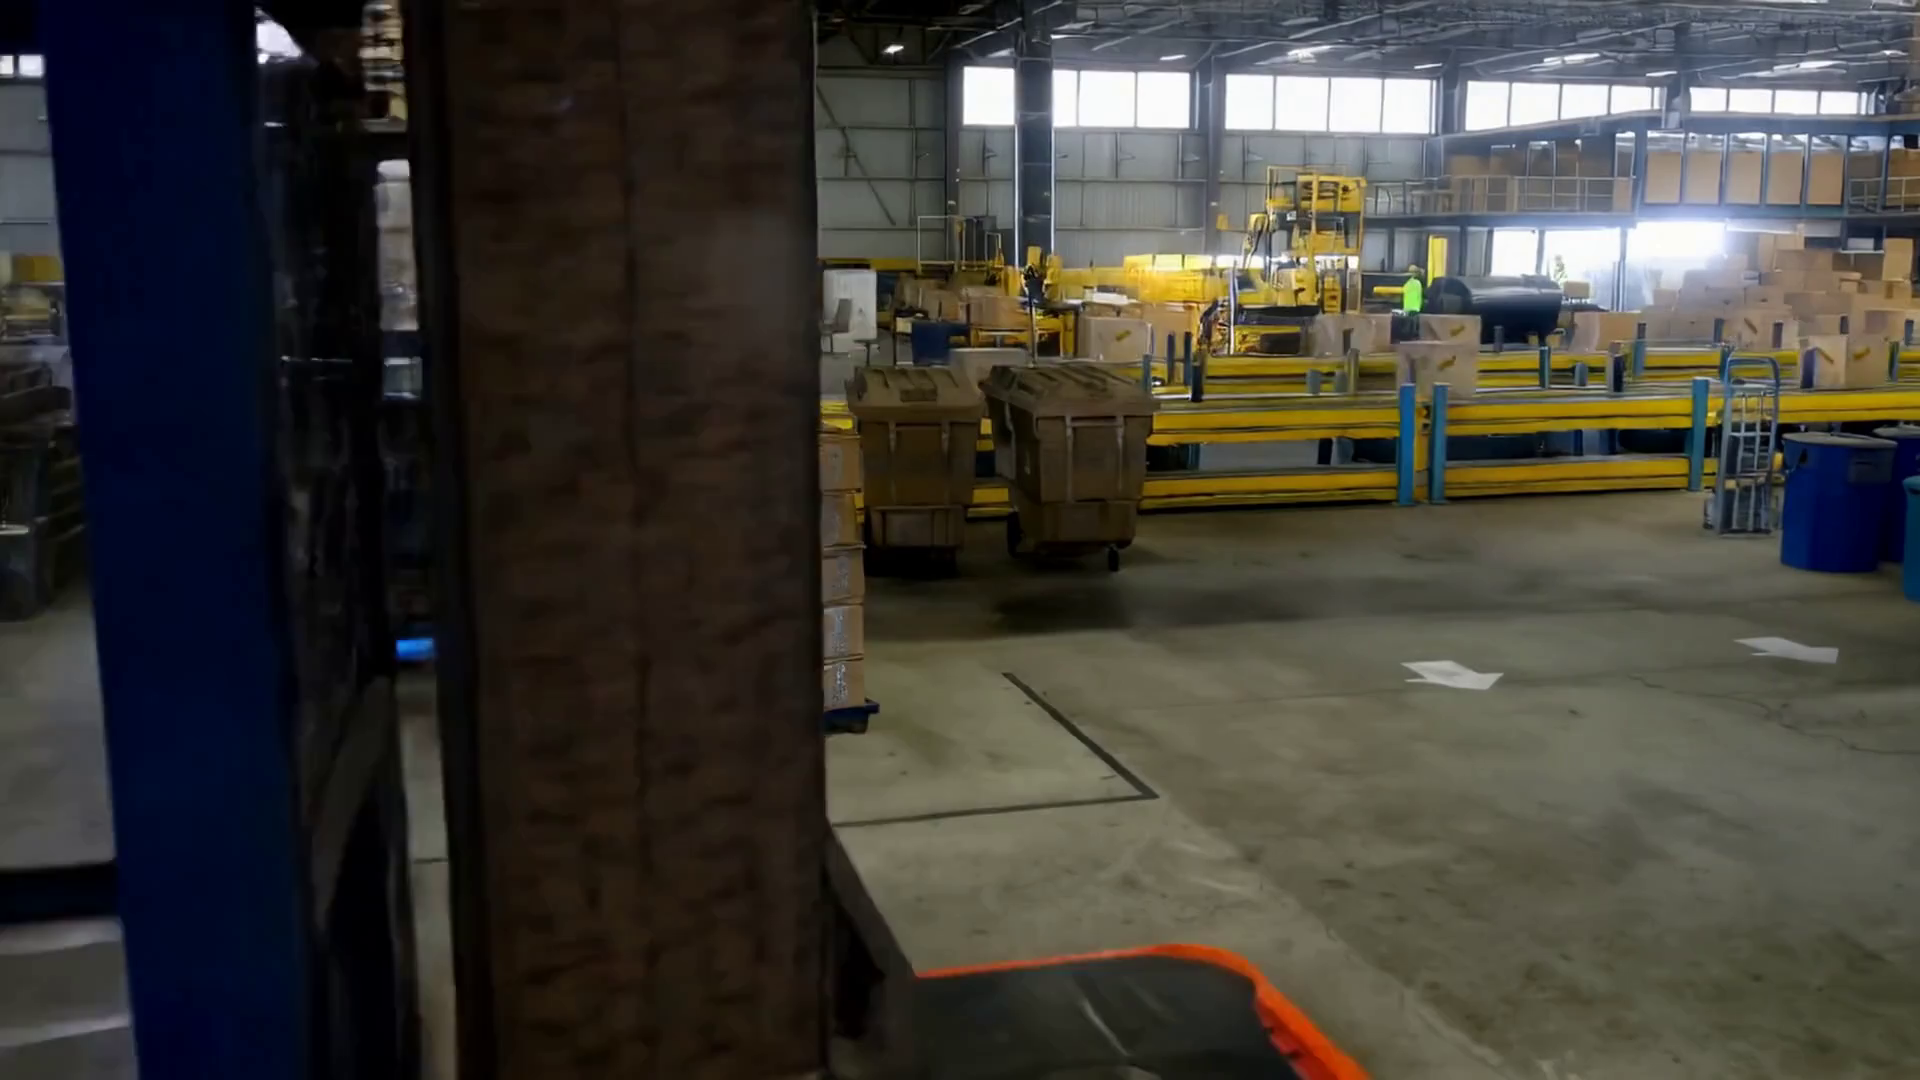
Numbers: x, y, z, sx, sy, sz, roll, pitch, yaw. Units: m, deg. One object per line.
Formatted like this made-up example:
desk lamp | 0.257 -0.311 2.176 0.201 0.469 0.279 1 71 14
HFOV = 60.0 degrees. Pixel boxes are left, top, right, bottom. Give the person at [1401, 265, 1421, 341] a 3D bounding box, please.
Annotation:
person | 8.753 -4.430 32.194 0.533 1.768 0.310 -9 13 -41

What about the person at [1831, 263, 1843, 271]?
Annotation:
person | 14.248 -3.626 27.416 0.446 1.849 0.566 5 11 26

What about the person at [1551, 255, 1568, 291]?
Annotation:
person | 19.040 -8.107 52.776 0.578 1.860 0.791 -3 10 -14
